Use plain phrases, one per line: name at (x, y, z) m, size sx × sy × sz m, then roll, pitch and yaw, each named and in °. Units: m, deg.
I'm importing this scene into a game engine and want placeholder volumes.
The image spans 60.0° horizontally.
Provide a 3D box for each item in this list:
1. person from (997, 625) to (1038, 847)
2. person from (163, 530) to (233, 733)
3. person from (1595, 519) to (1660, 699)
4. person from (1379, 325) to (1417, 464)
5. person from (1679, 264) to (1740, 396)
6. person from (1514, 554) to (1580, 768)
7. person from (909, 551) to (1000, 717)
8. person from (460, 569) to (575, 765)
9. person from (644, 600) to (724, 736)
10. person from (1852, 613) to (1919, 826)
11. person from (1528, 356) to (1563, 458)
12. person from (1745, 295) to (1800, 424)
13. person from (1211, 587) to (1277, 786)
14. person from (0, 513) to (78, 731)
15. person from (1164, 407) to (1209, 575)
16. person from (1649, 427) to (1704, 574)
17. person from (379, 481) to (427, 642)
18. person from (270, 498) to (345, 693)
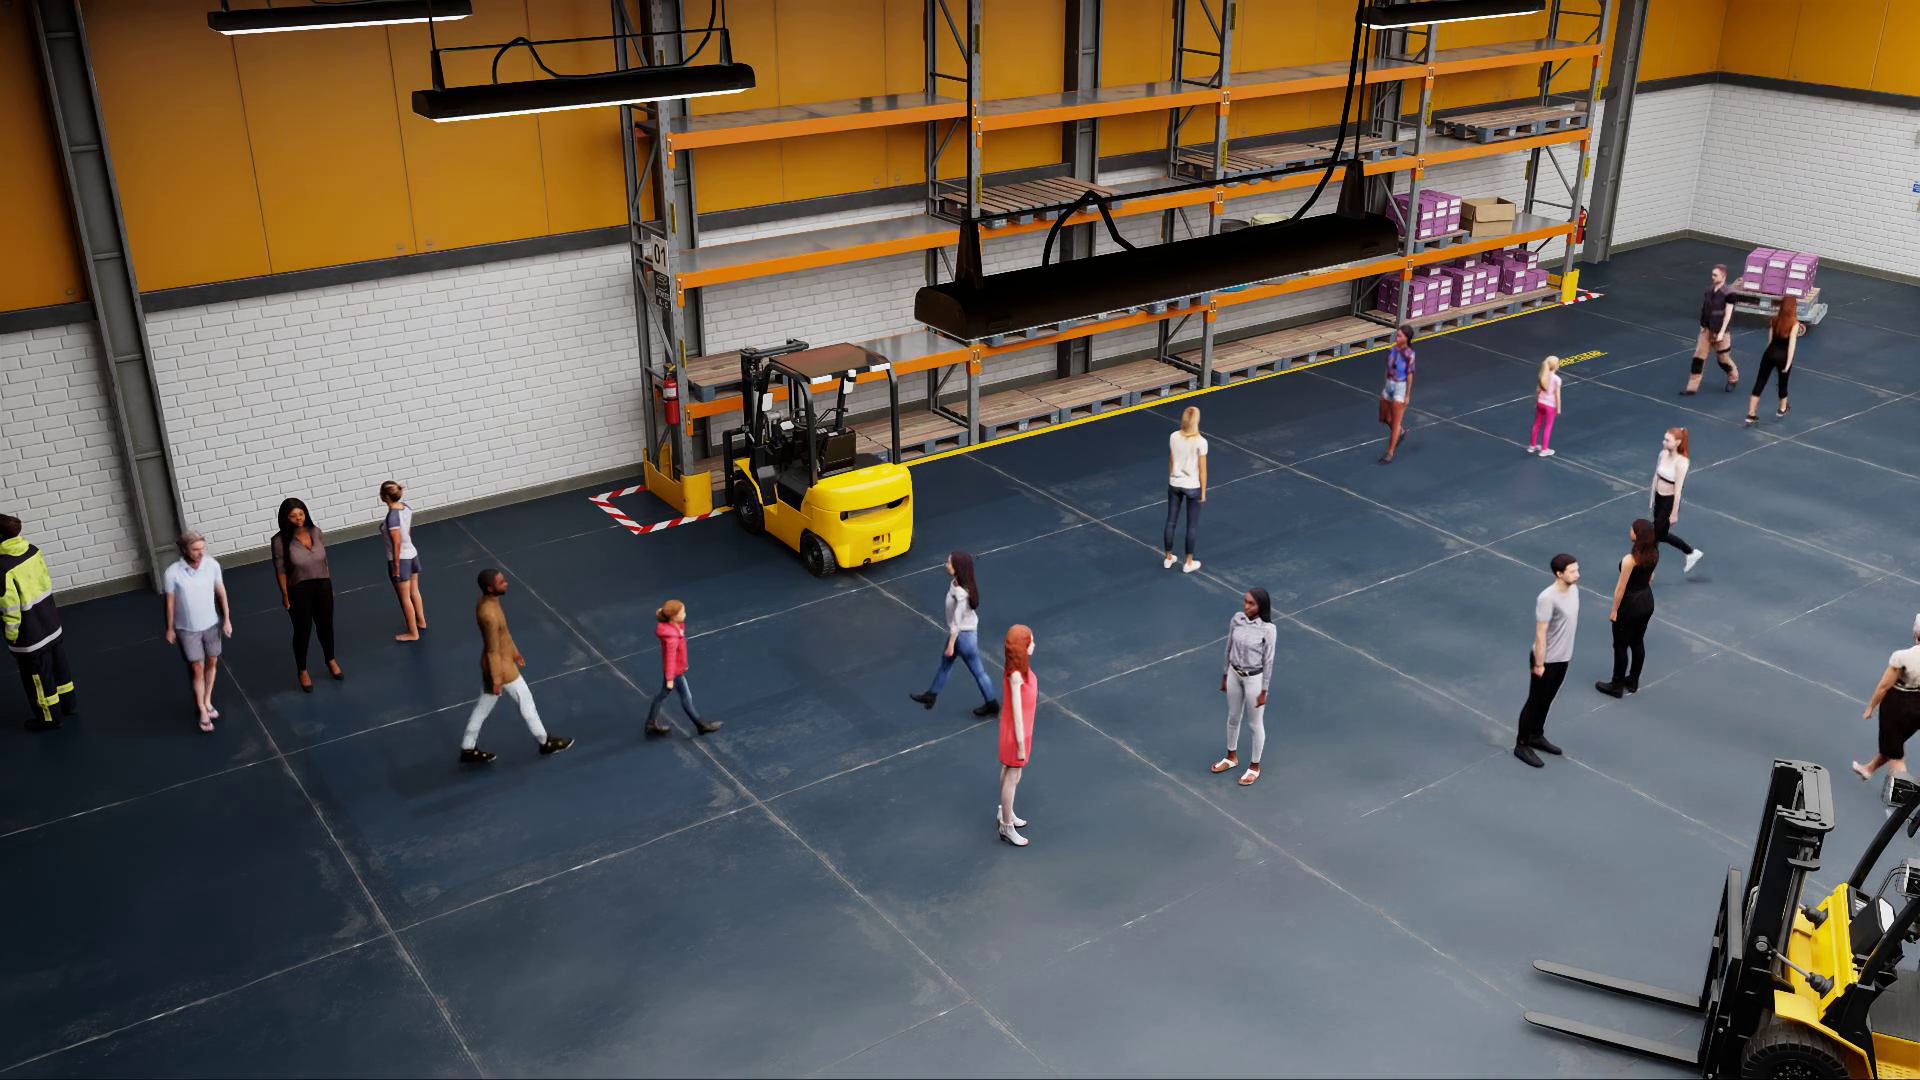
person at (0.424, 1.477, 12.794) m, size 0.705 × 1.826 × 0.680 m, roll 0°, pitch 24°, yaw 0°
person at (-6.697, 0.725, 14.538) m, size 0.751 × 1.808 × 0.826 m, roll -19°, pitch 30°, yaw -37°
person at (6.054, 0.608, 14.956) m, size 0.481 × 1.686 × 0.639 m, roll -14°, pitch 27°, yaw -28°
person at (5.420, -1.805, 20.420) m, size 0.830 × 1.732 × 0.600 m, roll -17°, pitch 29°, yaw -34°
person at (10.403, -2.854, 22.739) m, size 1.215 × 1.797 × 0.769 m, roll -12°, pitch 26°, yaw -26°
person at (4.931, 0.966, 13.917) m, size 0.525 × 1.863 × 0.746 m, roll -19°, pitch 30°, yaw -37°
person at (0.117, 0.860, 14.507) m, size 1.129 × 1.585 × 0.996 m, roll 1°, pitch 24°, yaw 1°
person at (-3.907, 1.085, 13.757) m, size 1.218 × 1.774 × 0.819 m, roll -9°, pitch 25°, yaw -21°
person at (-2.525, 1.130, 14.266) m, size 0.981 × 1.282 × 0.771 m, roll -4°, pitch 24°, yaw -8°
person at (7.438, 1.437, 13.031) m, size 1.116 × 1.709 × 1.066 m, roll -2°, pitch 24°, yaw -4°
person at (7.301, -1.685, 20.720) m, size 0.505 × 1.272 × 0.495 m, roll -14°, pitch 27°, yaw -29°
person at (10.559, -2.312, 21.644) m, size 1.138 × 1.680 × 0.583 m, roll -16°, pitch 28°, yaw -33°
person at (2.358, 1.167, 13.629) m, size 0.569 × 1.724 × 0.625 m, roll -21°, pitch 31°, yaw -40°
person at (-8.060, 0.689, 14.401) m, size 0.890 × 1.983 × 0.872 m, roll 1°, pitch 24°, yaw 2°
person at (2.357, -0.535, 17.417) m, size 0.641 × 1.809 × 0.626 m, roll 14°, pitch 27°, yaw 29°
person at (7.331, -0.330, 17.059) m, size 1.139 × 1.720 × 0.915 m, roll -3°, pitch 24°, yaw -6°
person at (-5.362, 0.184, 16.002) m, size 0.717 × 1.624 × 0.675 m, roll 2°, pitch 24°, yaw 4°
person at (-5.921, 0.472, 15.073) m, size 0.771 × 1.841 × 0.621 m, roll 19°, pitch 30°, yaw 37°
